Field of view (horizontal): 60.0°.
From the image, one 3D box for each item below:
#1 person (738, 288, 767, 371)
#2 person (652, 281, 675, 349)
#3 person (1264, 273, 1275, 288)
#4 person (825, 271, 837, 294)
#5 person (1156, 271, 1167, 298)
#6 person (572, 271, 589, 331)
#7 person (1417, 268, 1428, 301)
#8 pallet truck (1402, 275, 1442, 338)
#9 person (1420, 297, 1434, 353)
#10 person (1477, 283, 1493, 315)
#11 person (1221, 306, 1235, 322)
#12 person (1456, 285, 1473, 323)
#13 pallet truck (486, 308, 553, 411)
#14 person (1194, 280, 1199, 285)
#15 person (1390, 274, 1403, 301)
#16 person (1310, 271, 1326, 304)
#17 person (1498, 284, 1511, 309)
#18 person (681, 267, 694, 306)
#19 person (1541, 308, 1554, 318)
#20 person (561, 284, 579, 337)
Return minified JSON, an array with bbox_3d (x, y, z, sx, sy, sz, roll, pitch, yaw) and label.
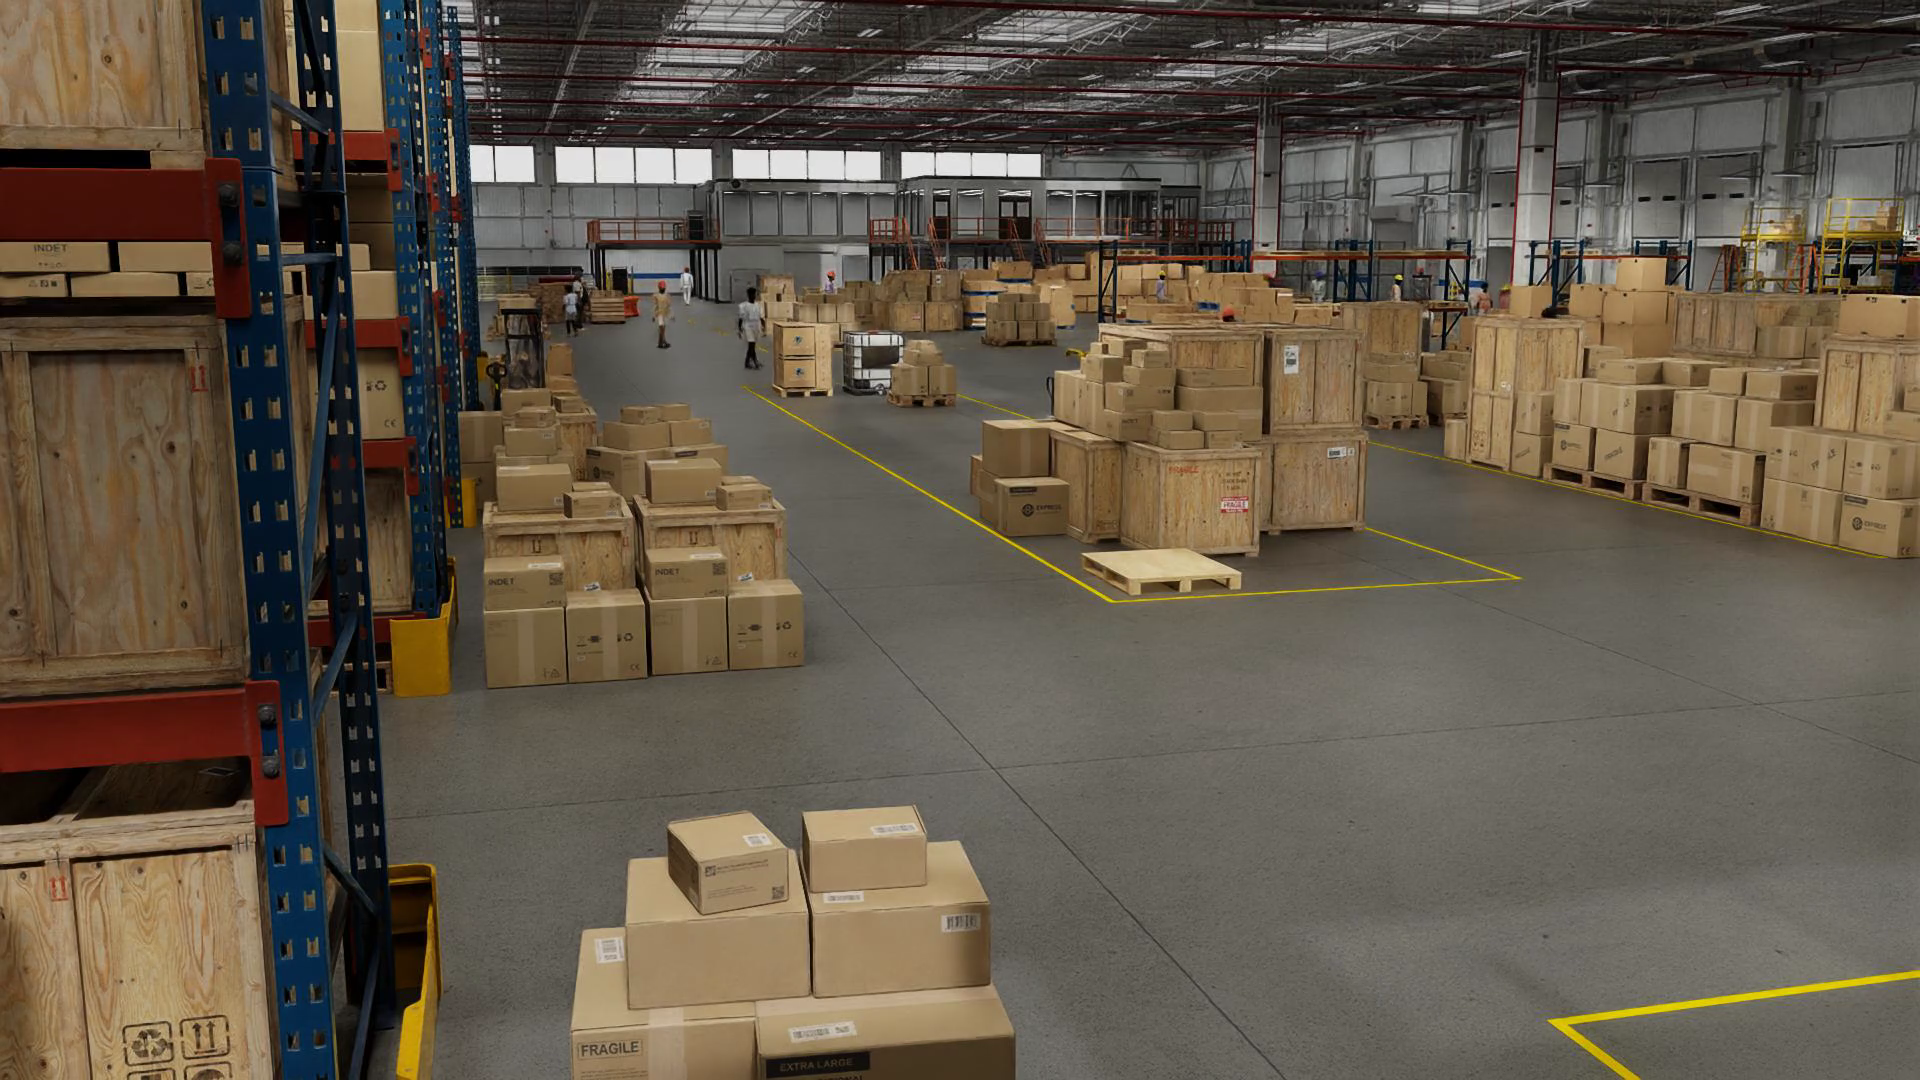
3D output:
[{"bbox_3d":[-4.817,-4.899,38.656,0.625,1.911,0.996,-8,13,-38],"label":"person"},{"bbox_3d":[-8.311,-6.299,46.631,0.570,1.883,0.982,-7,12,-33],"label":"person"},{"bbox_3d":[10.664,-8.223,57.369,0.990,1.960,0.643,10,14,44],"label":"person"},{"bbox_3d":[-4.463,-8.283,57.495,0.417,2.034,0.603,1,10,3],"label":"person"},{"bbox_3d":[7.752,-9.392,64.053,0.375,1.925,0.595,-1,10,-3],"label":"person"},{"bbox_3d":[-12.882,-8.107,56.457,0.537,2.000,0.682,-3,10,-17],"label":"person"},{"bbox_3d":[21.241,-11.557,76.477,0.593,1.880,0.998,1,10,3],"label":"person"},{"bbox_3d":[14.620,-7.324,52.145,0.823,1.965,1.885,8,13,40],"label":"pallet truck"},{"bbox_3d":[9.874,-4.292,35.579,0.515,1.798,0.986,0,10,-1],"label":"person"},{"bbox_3d":[17.256,-7.635,54.797,0.542,1.678,0.525,-2,10,-9],"label":"person"},{"bbox_3d":[4.428,-2.885,27.327,0.553,1.900,0.732,-1,10,-4],"label":"person"},{"bbox_3d":[15.484,-6.981,51.046,0.499,1.702,0.894,5,11,27],"label":"person"},{"bbox_3d":[-6.242,-2.418,24.362,0.823,1.965,1.885,1,10,3],"label":"pallet truck"},{"bbox_3d":[9.210,-9.240,63.321,0.650,1.886,1.013,-1,10,-8],"label":"person"},{"bbox_3d":[14.717,-7.986,56.108,0.384,1.922,0.590,2,10,10],"label":"person"},{"bbox_3d":[13.861,-9.447,64.361,0.621,1.927,0.634,6,12,30],"label":"person"},{"bbox_3d":[16.292,-6.759,49.655,0.520,1.752,0.527,-4,11,-24],"label":"person"},{"bbox_3d":[-13.144,-12.218,80.284,0.609,1.846,0.882,0,10,-2],"label":"person"},{"bbox_3d":[9.529,-2.822,26.996,0.598,1.881,0.884,-4,11,-19],"label":"person"},{"bbox_3d":[-12.353,-7.236,52.583,0.380,1.670,0.570,6,11,29],"label":"person"}]
